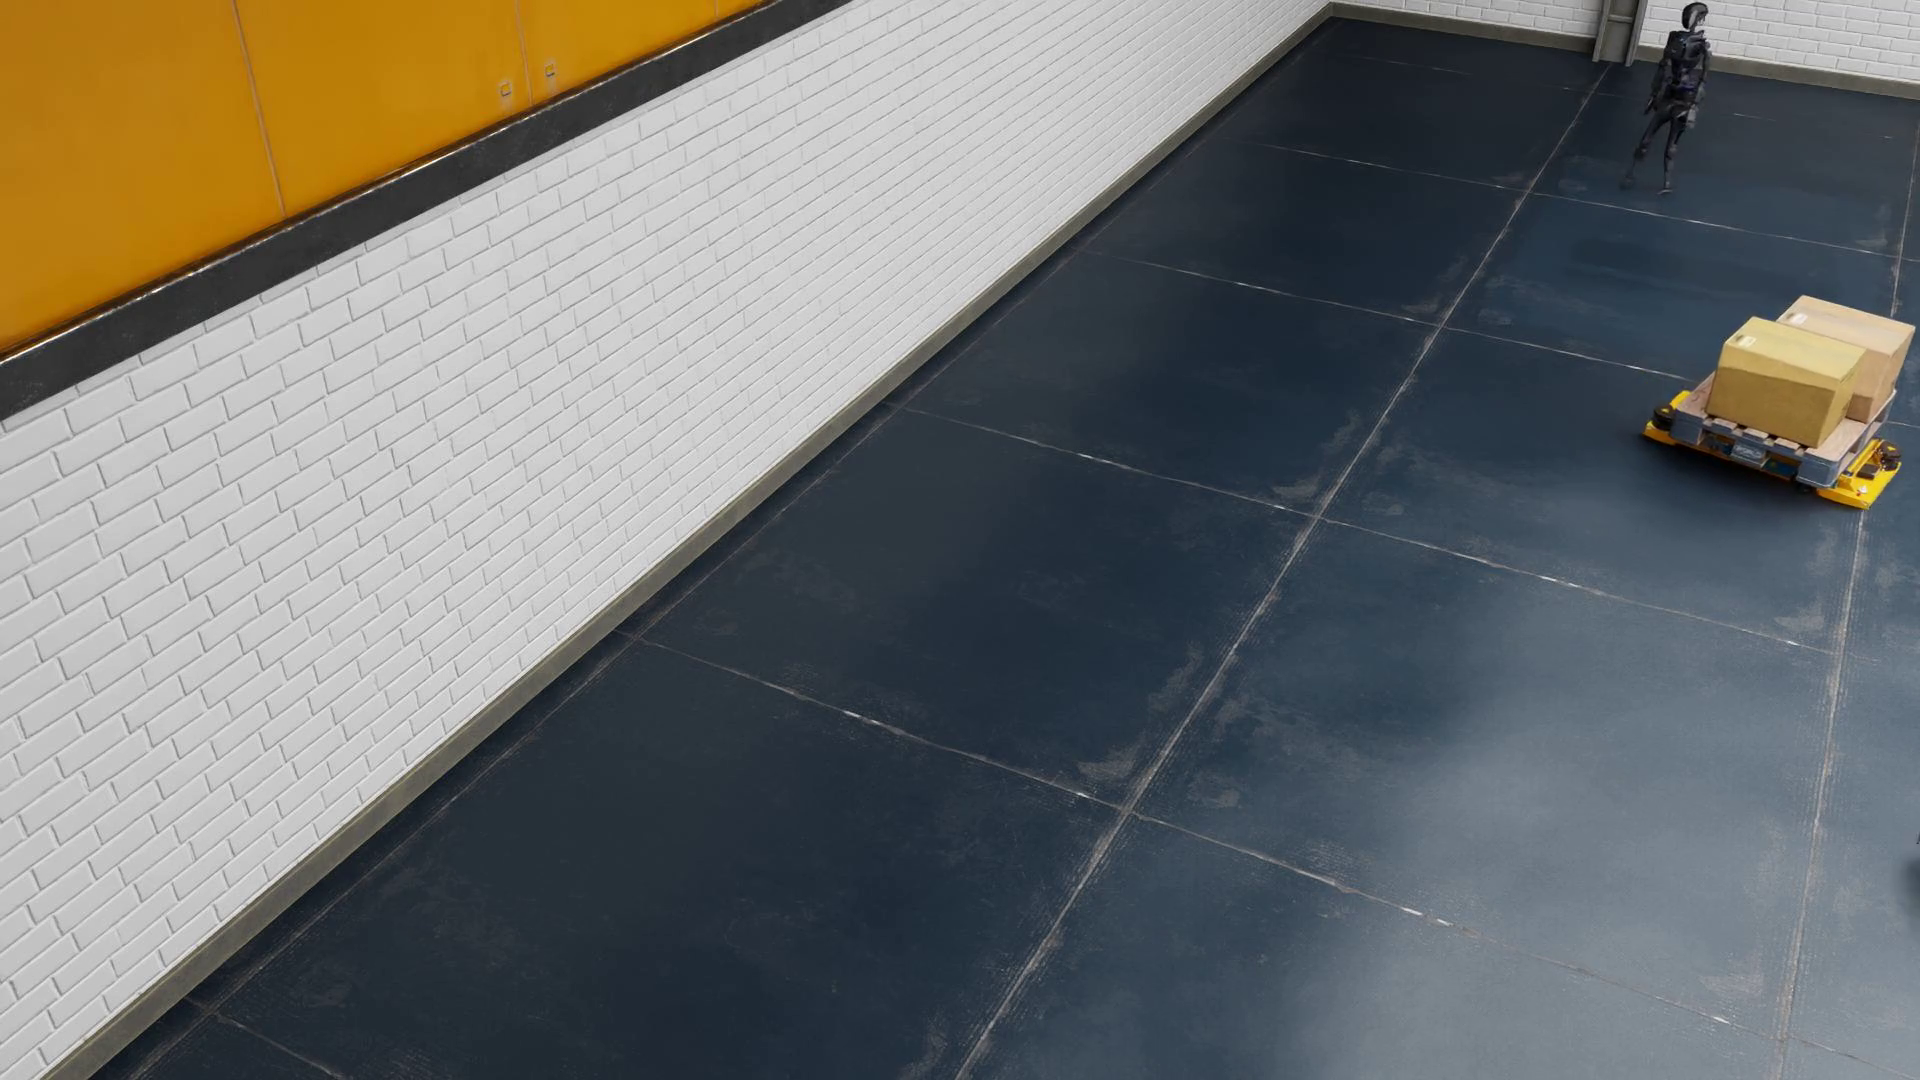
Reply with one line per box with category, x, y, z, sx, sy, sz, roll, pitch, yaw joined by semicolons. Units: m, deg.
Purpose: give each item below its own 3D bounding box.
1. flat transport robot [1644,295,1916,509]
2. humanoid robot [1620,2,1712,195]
flat transport robot;5.342;-0.644;10.936;1.431;0.231;0.659;26;42;33
humanoid robot;6.147;-3.776;14.336;0.419;1.651;0.609;-11;36;-16
